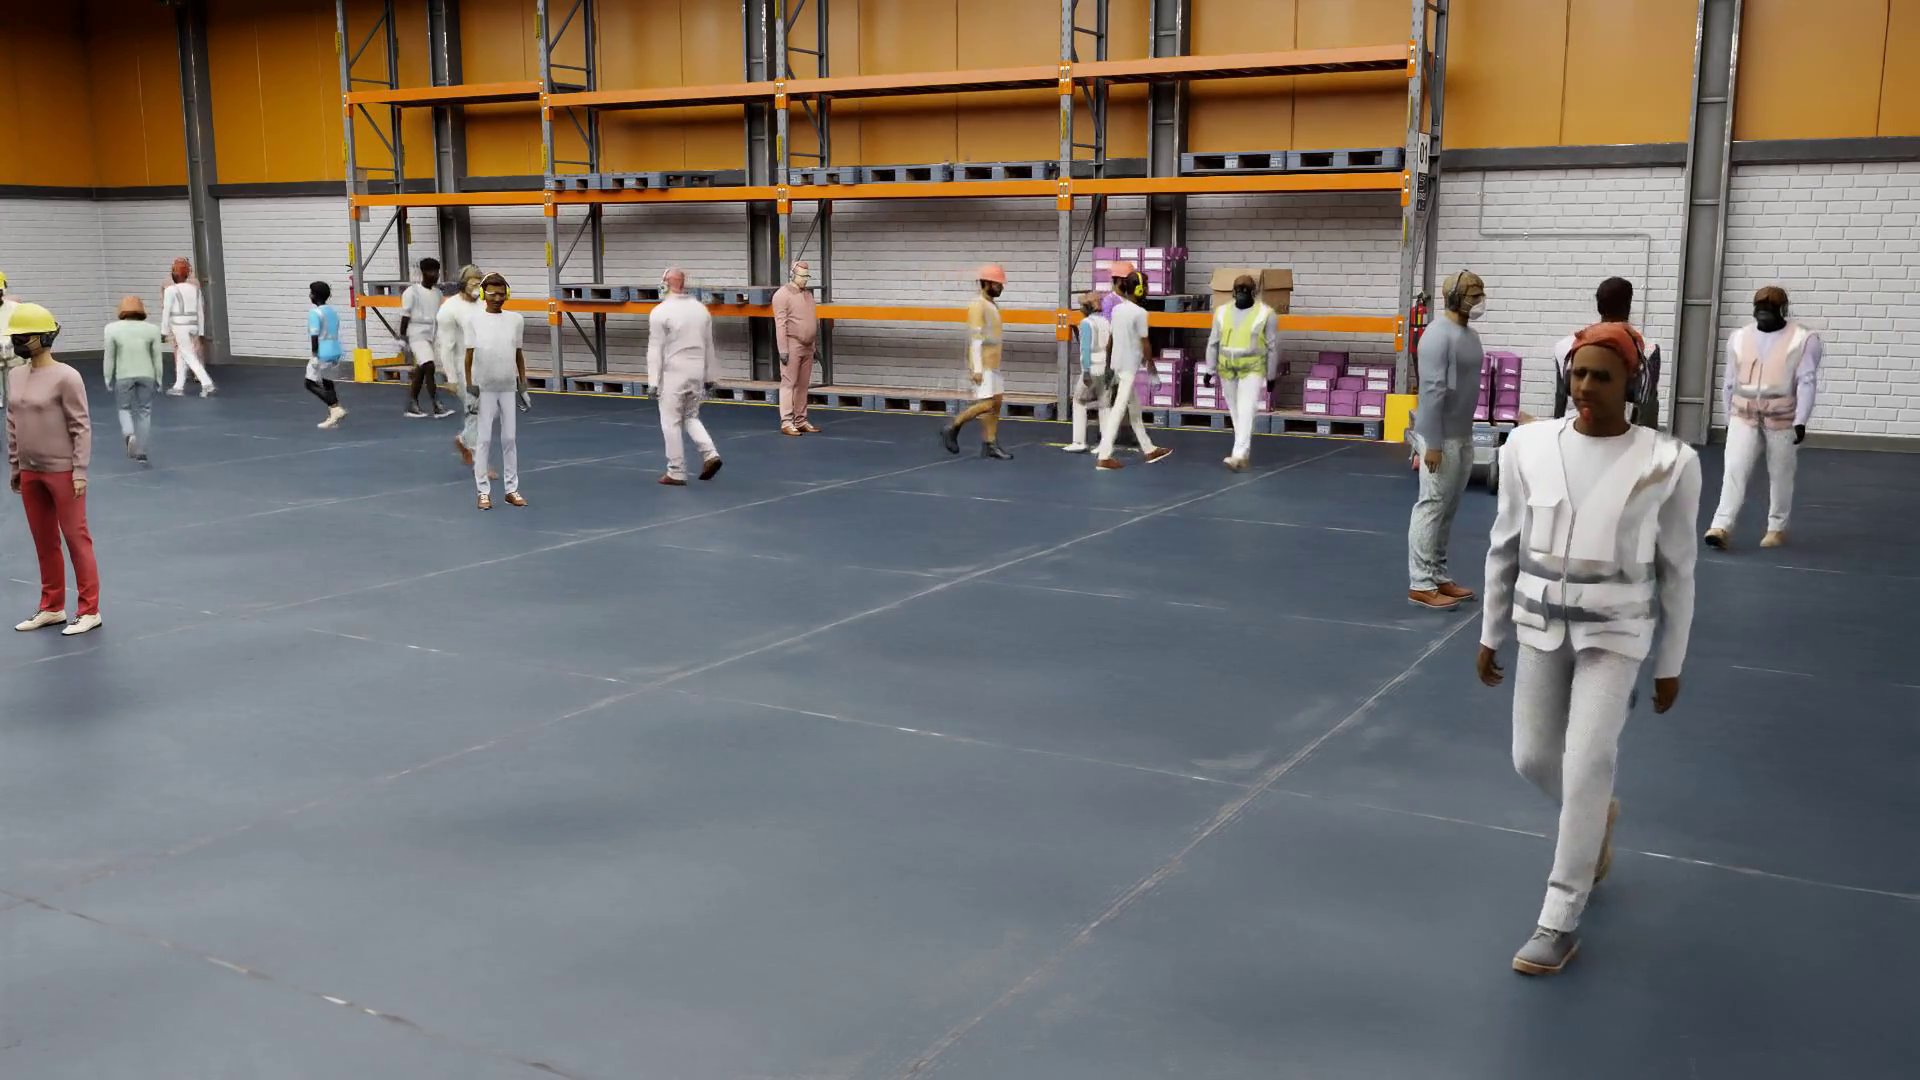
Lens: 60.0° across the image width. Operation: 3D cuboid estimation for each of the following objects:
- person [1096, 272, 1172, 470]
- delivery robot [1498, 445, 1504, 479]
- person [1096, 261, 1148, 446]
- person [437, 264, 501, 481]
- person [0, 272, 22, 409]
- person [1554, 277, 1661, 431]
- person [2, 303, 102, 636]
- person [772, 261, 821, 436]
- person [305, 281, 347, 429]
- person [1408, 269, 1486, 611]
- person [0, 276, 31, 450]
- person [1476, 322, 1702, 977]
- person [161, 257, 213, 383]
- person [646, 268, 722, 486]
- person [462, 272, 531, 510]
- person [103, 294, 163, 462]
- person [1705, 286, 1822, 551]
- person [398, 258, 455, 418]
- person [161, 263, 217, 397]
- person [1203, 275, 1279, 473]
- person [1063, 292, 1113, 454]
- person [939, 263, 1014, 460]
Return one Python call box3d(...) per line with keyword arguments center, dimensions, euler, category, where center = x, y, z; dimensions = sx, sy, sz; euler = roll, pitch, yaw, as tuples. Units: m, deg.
box3d(center=(1.665, -1.573, 15.511), dimensions=(0.951, 1.820, 0.519), euler=(-4, 11, -22), category="person")
box3d(center=(4.577, -0.638, 13.547), dimensions=(0.477, 0.478, 0.707), euler=(3, 10, 16), category="delivery robot")
box3d(center=(1.735, -1.930, 17.278), dimensions=(0.724, 1.908, 0.547), euler=(4, 11, 22), category="person")
box3d(center=(-4.365, -1.481, 14.746), dimensions=(0.603, 1.913, 0.670), euler=(7, 12, 35), category="person")
box3d(center=(-12.237, -2.558, 21.279), dimensions=(0.523, 1.760, 0.324), euler=(-4, 11, -21), category="person")
box3d(center=(3.597, -0.516, 9.327), dimensions=(0.595, 1.900, 0.471), euler=(9, 13, 41), category="person")
box3d(center=(-4.870, -0.371, 8.872), dimensions=(0.533, 1.768, 0.310), euler=(4, 11, 20), category="person")
box3d(center=(-1.772, -2.104, 18.312), dimensions=(0.407, 1.902, 0.640), euler=(6, 11, 29), category="person")
box3d(center=(-7.161, -2.070, 18.720), dimensions=(0.375, 1.680, 0.545), euler=(2, 10, 8), category="person")
box3d(center=(2.801, -0.576, 9.546), dimensions=(0.355, 1.936, 0.635), euler=(7, 12, 35), category="person")
box3d(center=(-9.694, -1.801, 16.852), dimensions=(0.614, 1.811, 0.586), euler=(-8, 13, -39), category="person")
box3d(center=(1.860, 0.284, 4.919), dimensions=(0.581, 1.862, 0.805), euler=(9, 14, 42), category="person")
box3d(center=(-11.730, -3.334, 25.251), dimensions=(0.638, 1.910, 0.407), euler=(2, 10, 9), category="person")
box3d(center=(-2.387, -1.402, 14.372), dimensions=(0.508, 1.886, 0.689), euler=(7, 12, 36), category="person")
box3d(center=(-3.657, -1.174, 13.155), dimensions=(0.512, 1.861, 0.329), euler=(-7, 12, -33), category="person")
box3d(center=(-7.856, -1.530, 15.848), dimensions=(0.531, 1.612, 0.481), euler=(-6, 12, -30), category="person")
box3d(center=(5.420, -0.803, 11.237), dimensions=(0.626, 1.795, 0.944), euler=(8, 13, 40), category="person")
box3d(center=(-6.354, -2.417, 20.007), dimensions=(0.936, 1.917, 0.627), euler=(4, 11, 20), category="person")
box3d(center=(-10.654, -2.892, 22.938), dimensions=(0.954, 1.845, 0.579), euler=(3, 11, 19), category="person")
box3d(center=(2.548, -1.524, 15.314), dimensions=(0.629, 1.798, 0.942), euler=(7, 12, 34), category="person")
box3d(center=(1.294, -1.659, 16.574), dimensions=(0.640, 1.605, 0.530), euler=(8, 13, 37), category="person")
box3d(center=(0.190, -1.713, 16.090), dimensions=(0.620, 1.909, 0.548), euler=(4, 11, 20), category="person")
